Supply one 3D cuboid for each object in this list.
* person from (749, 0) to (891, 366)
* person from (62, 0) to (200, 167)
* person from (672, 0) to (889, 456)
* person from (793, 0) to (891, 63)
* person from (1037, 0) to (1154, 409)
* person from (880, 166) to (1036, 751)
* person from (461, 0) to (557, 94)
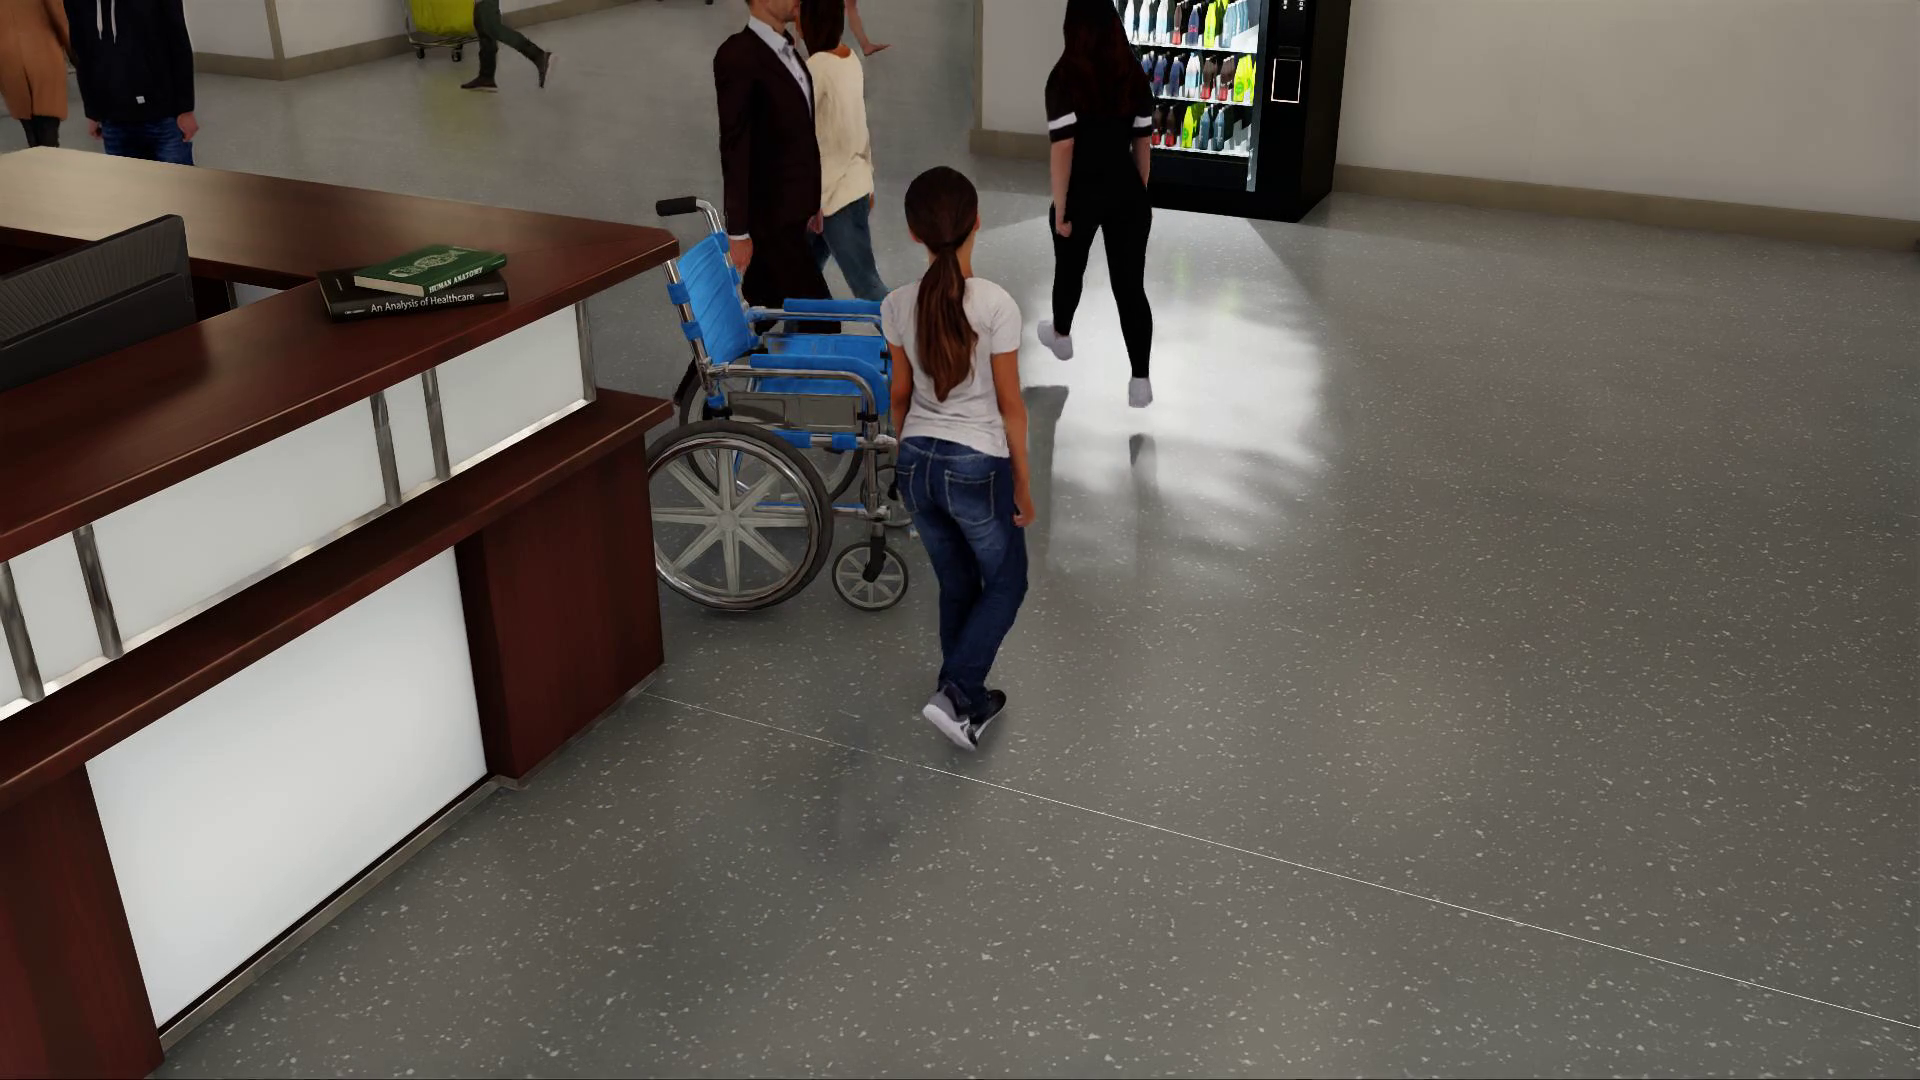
[{"bbox_3d":[-0.404,-1.311,6.517,1.096,1.637,0.774,6,26,12],"label":"person"},{"bbox_3d":[-3.678,-1.929,7.499,0.667,1.895,0.813,0,26,1],"label":"person"},{"bbox_3d":[-0.743,-1.193,6.030,1.254,1.845,0.899,4,26,8],"label":"person"},{"bbox_3d":[-1.167,-4.694,13.513,1.188,1.652,1.026,-5,26,-9],"label":"person"},{"bbox_3d":[0.573,-1.274,6.514,1.206,1.572,1.174,-5,26,-11],"label":"person"},{"bbox_3d":[-0.030,-0.140,4.189,0.647,1.549,0.621,13,28,24],"label":"person"},{"bbox_3d":[-3.433,-4.148,12.406,1.094,1.630,0.812,2,26,4],"label":"person"}]
